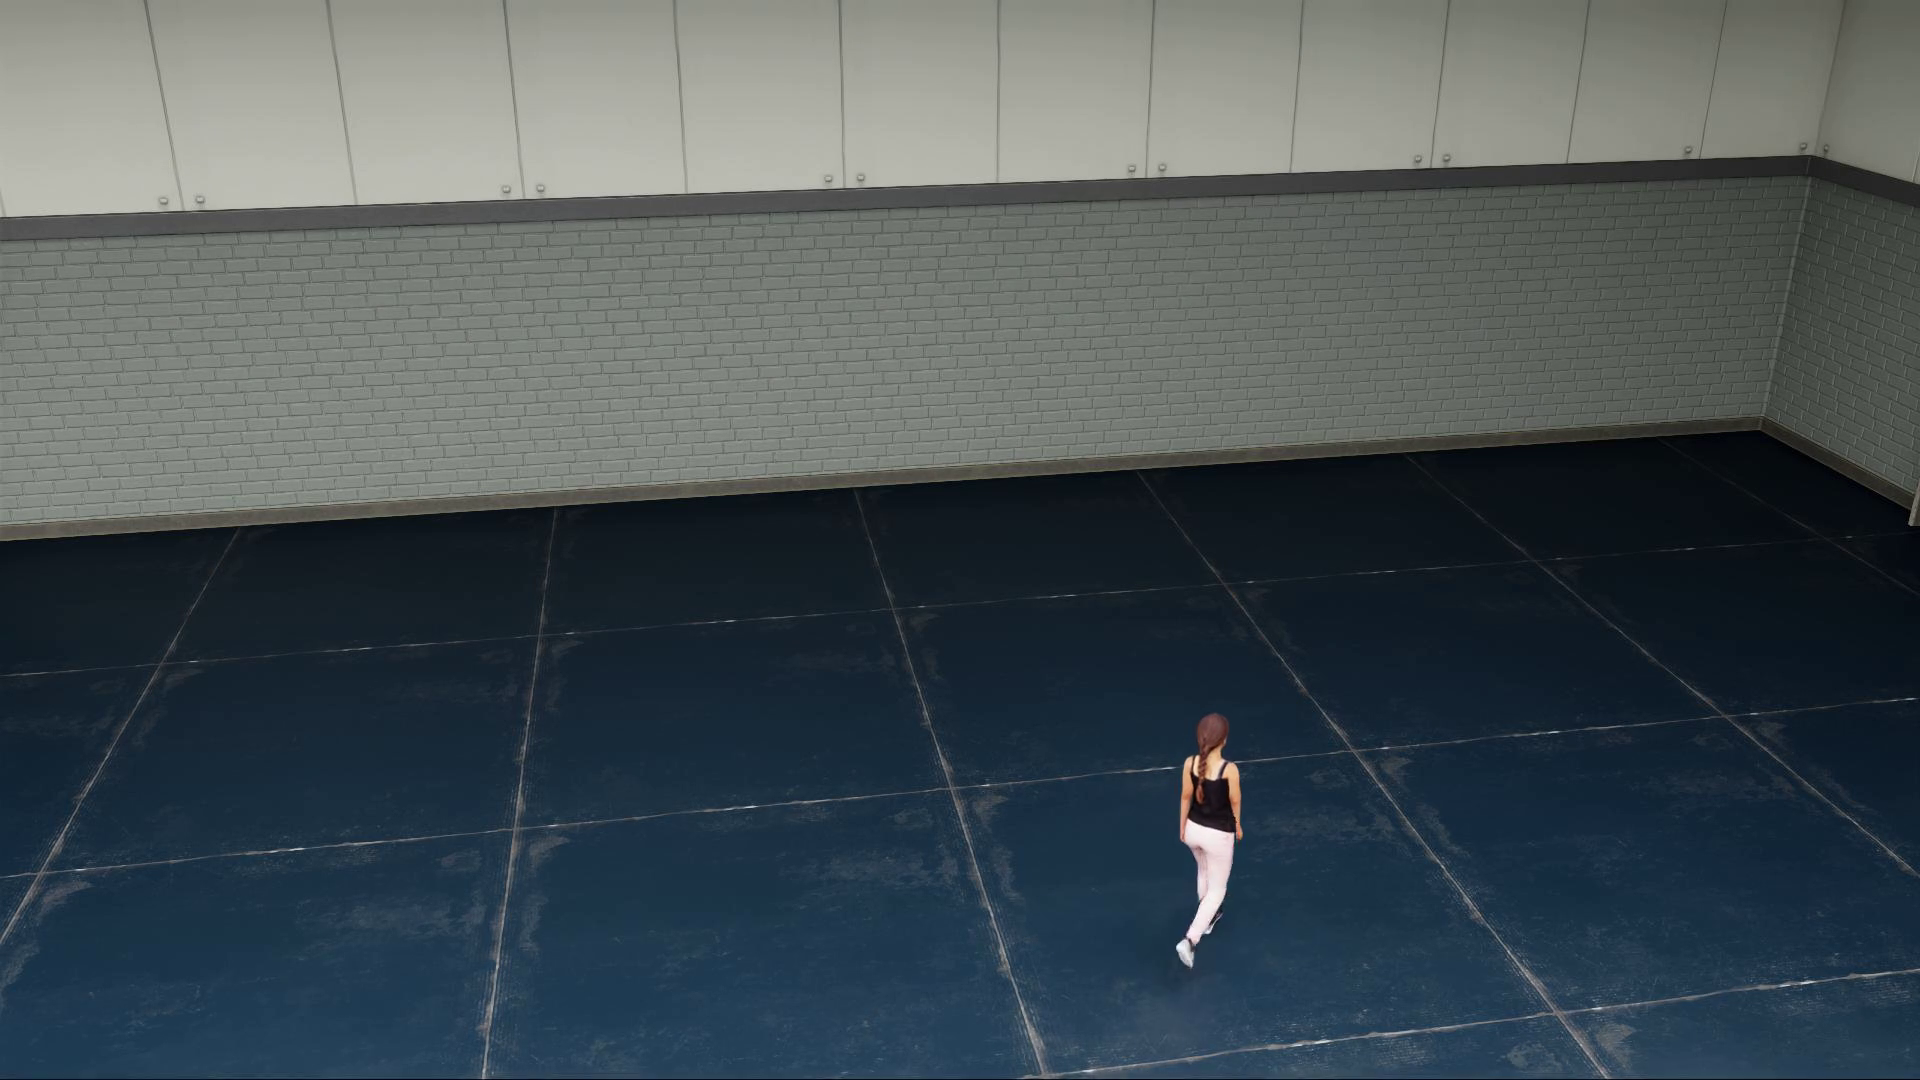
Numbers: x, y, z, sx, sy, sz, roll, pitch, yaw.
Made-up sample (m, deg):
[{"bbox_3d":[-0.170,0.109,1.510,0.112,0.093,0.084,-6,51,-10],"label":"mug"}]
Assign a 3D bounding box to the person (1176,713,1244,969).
[{"bbox_3d":[1.441,1.770,9.735,0.910,1.540,0.971,15,27,32],"label":"person"}]
